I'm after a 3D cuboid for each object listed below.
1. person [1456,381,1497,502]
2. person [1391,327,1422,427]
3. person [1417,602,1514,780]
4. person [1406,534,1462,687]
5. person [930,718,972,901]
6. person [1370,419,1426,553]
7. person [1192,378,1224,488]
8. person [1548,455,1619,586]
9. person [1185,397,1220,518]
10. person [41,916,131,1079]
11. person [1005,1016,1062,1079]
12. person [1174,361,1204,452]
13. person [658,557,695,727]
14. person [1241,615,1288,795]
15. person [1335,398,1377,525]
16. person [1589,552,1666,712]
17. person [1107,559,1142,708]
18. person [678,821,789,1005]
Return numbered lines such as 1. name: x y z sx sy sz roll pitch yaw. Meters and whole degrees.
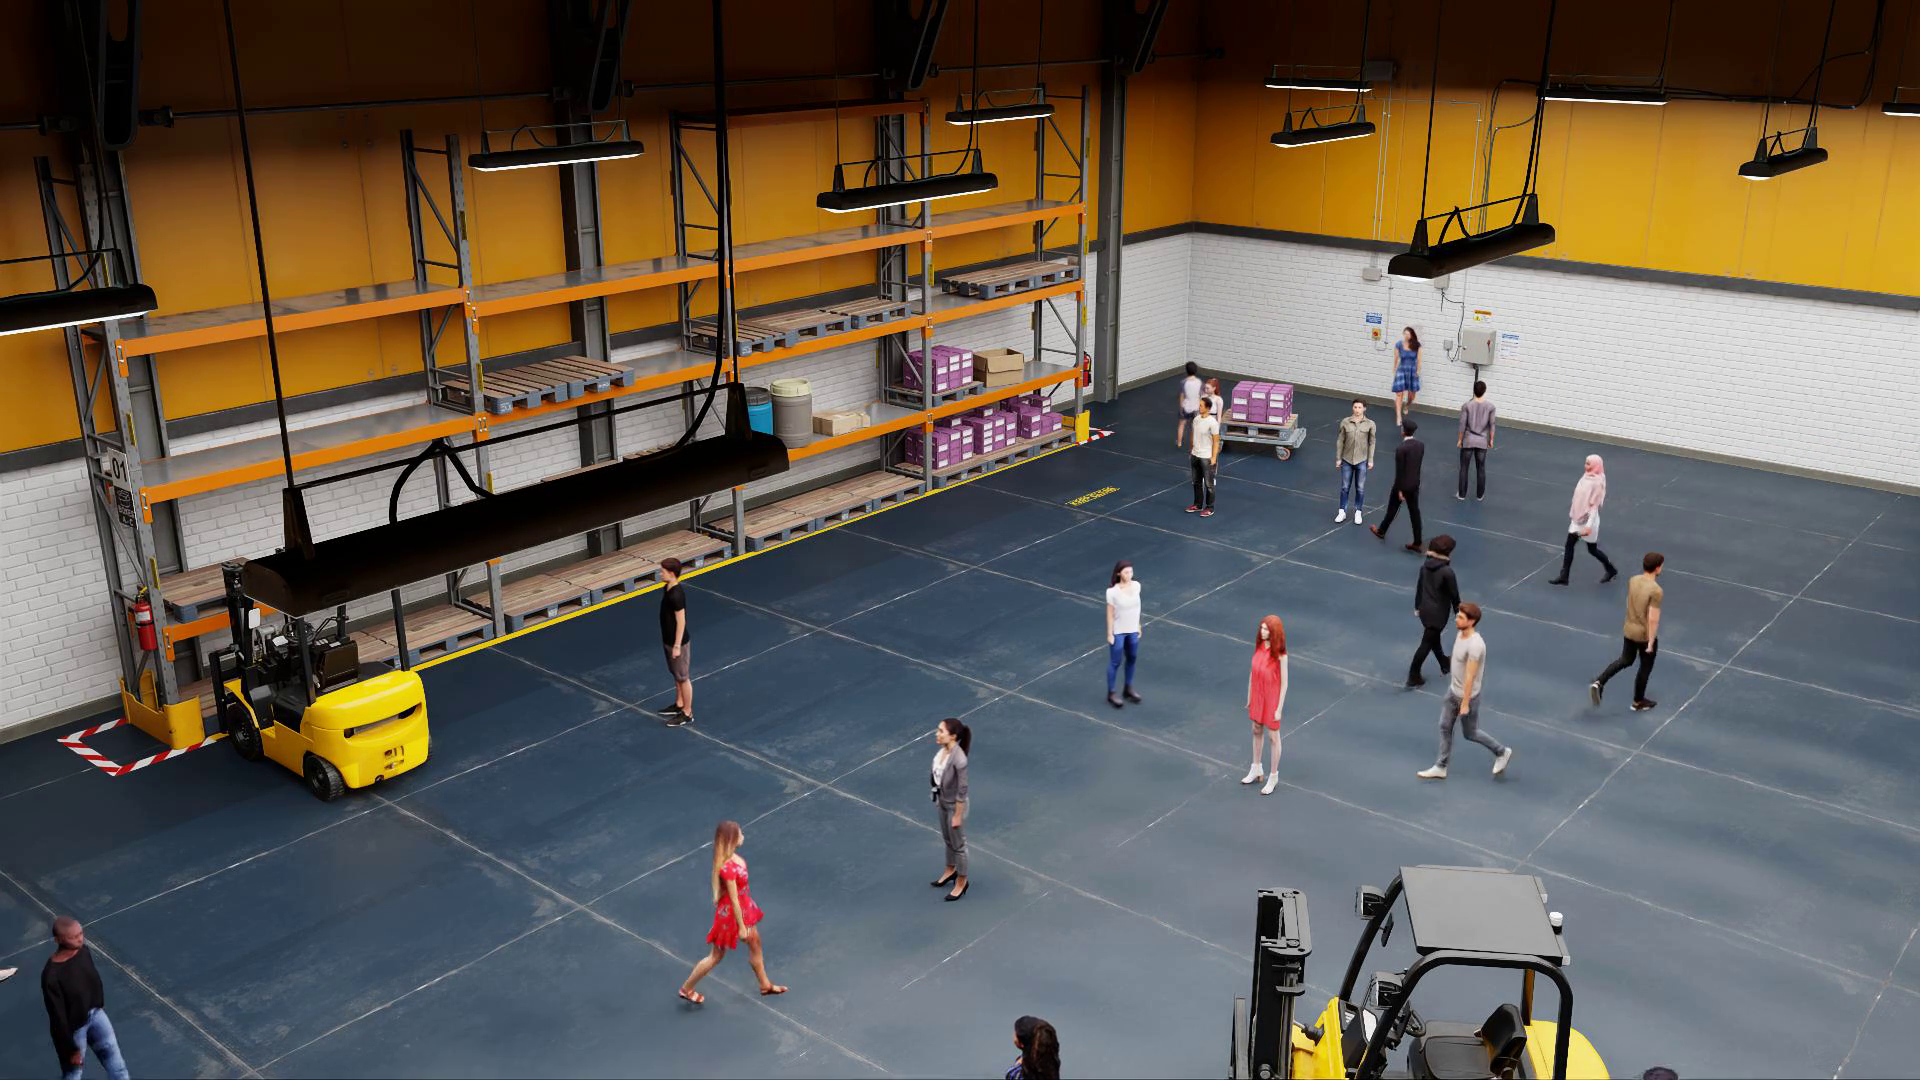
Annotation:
1. person: 7.901 -1.525 25.513 0.747 1.851 0.728 3 19 8
2. person: 7.998 -2.941 29.814 0.855 1.789 0.955 5 19 15
3. person: 5.079 1.525 16.435 1.233 1.865 1.144 -2 19 -7
4. person: 5.278 0.846 18.677 1.200 1.721 0.886 -11 21 -29
5. person: -0.061 2.308 14.403 0.723 1.677 0.708 -7 20 -21
6. person: 6.291 -0.716 23.156 1.247 1.823 1.069 -9 21 -26
7. person: 3.932 -1.710 26.219 0.599 1.751 0.534 17 25 42
8. person: 8.294 -0.220 21.763 1.203 1.771 1.115 -3 19 -8
9. person: 3.644 -1.257 24.795 0.602 1.801 0.684 -14 23 -36
10. person: -6.073 3.324 11.316 0.973 1.723 1.006 3 19 9
11. person: 0.453 3.681 10.425 0.700 1.615 0.542 10 21 27
12. person: 3.917 -2.219 28.064 0.884 1.539 0.950 -1 19 -4
13. person: -3.033 1.063 17.814 0.772 1.861 0.774 -7 20 -19
14. person: 3.014 1.589 16.302 0.594 1.828 0.642 -12 22 -32
15. person: 5.815 -1.177 24.458 0.783 1.865 0.730 6 19 17
16. person: 7.260 1.028 17.974 1.208 1.825 1.053 -6 19 -16
17. person: 1.780 1.013 18.252 0.565 1.676 0.720 -12 22 -33
18. person: -1.845 2.911 12.808 1.132 1.553 1.019 -3 19 -9
